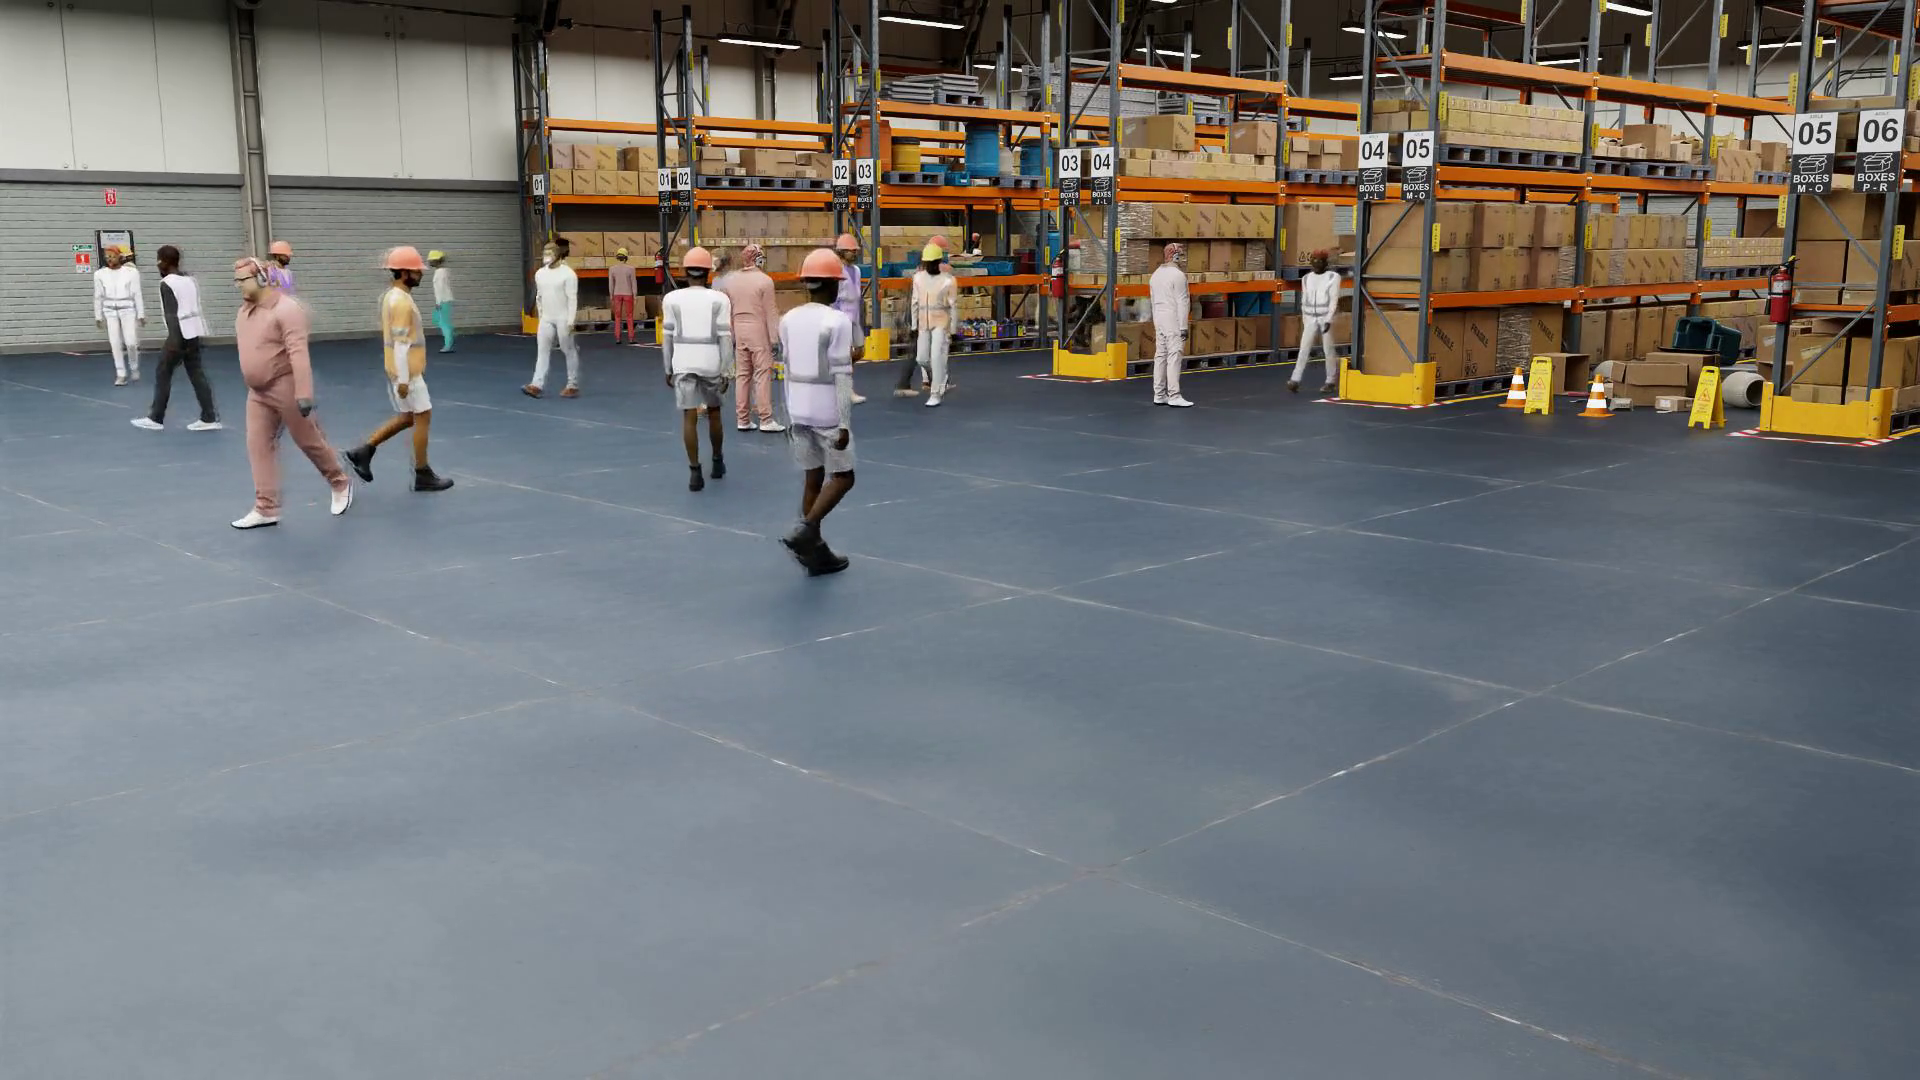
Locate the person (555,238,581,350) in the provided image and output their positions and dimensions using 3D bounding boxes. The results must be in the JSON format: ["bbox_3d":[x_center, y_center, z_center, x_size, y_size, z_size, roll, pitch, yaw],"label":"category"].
[{"bbox_3d":[-6.862,-4.303,29.128,0.657,1.947,0.634,0,10,1],"label":"person"}]

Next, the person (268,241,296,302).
[{"bbox_3d":[-9.097,-3.048,22.370,0.418,1.919,0.580,2,11,8],"label":"person"}]

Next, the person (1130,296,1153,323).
[{"bbox_3d":[3.359,-4.272,29.336,0.683,1.814,0.661,-7,12,-34],"label":"person"}]

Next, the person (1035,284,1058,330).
[{"bbox_3d":[1.894,-5.318,35.647,0.504,1.594,0.830,9,14,41],"label":"person"}]

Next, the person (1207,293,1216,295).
[{"bbox_3d":[5.827,-5.872,38.085,0.852,1.816,0.575,-9,14,-40],"label":"person"}]

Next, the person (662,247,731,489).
[{"bbox_3d":[-2.115,-1.400,13.451,0.552,1.898,0.916,-1,10,-7],"label":"person"}]

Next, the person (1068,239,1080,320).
[{"bbox_3d":[2.349,-5.082,33.461,0.551,1.921,0.551,-9,14,-41],"label":"person"}]

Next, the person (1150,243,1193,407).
[{"bbox_3d":[2.504,-2.529,19.587,0.410,1.908,0.643,-5,12,-27],"label":"person"}]

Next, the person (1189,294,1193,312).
[{"bbox_3d":[3.601,-3.912,27.228,0.311,1.869,0.532,-9,14,-41],"label":"person"}]

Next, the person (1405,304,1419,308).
[{"bbox_3d":[6.824,-3.370,24.721,0.885,1.695,0.507,-10,14,-43],"label":"person"}]

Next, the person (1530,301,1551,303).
[{"bbox_3d":[10.805,-4.445,30.839,0.635,1.615,0.518,-10,14,-43],"label":"person"}]

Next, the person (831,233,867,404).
[{"bbox_3d":[-1.387,-2.658,19.983,0.573,2.029,0.610,7,12,32],"label":"person"}]

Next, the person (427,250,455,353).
[{"bbox_3d":[-8.897,-4.082,28.499,0.401,1.751,0.522,-3,11,-18],"label":"person"}]

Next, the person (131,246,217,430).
[{"bbox_3d":[-8.143,-2.068,17.117,0.908,1.878,0.632,0,10,1],"label":"person"}]

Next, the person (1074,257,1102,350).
[{"bbox_3d":[2.263,-4.356,29.365,0.624,1.969,0.491,8,13,37],"label":"person"}]

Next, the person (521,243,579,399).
[{"bbox_3d":[-5.010,-2.667,20.352,0.656,1.896,0.957,4,11,23],"label":"person"}]

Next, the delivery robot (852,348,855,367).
[{"bbox_3d":[-1.851,-2.627,23.667,0.707,0.478,0.477,-1,10,-8],"label":"delivery robot"}]

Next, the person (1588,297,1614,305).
[{"bbox_3d":[10.601,-3.957,27.636,0.519,1.809,0.629,0,10,-2],"label":"person"}]

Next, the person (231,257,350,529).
[{"bbox_3d":[-4.738,-1.058,11.726,0.704,1.861,0.943,6,12,30],"label":"person"}]

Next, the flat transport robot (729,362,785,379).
[{"bbox_3d":[-2.900,-2.409,23.507,1.431,0.197,0.652,1,10,7],"label":"flat transport robot"}]

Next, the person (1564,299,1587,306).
[{"bbox_3d":[10.000,-3.781,26.984,0.317,1.695,0.540,-3,11,-15],"label":"person"}]

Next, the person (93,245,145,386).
[{"bbox_3d":[-11.289,-3.012,22.316,0.605,1.868,0.419,-2,11,-10],"label":"person"}]

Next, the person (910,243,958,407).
[{"bbox_3d":[-0.285,-2.558,19.727,0.592,1.901,0.642,6,12,29],"label":"person"}]

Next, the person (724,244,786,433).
[{"bbox_3d":[-2.088,-2.064,17.045,0.636,1.911,0.405,7,12,33],"label":"person"}]

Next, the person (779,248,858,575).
[{"bbox_3d":[-0.856,-0.735,9.753,0.545,1.925,0.547,8,13,37],"label":"person"}]

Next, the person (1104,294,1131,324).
[{"bbox_3d":[2.815,-4.364,29.637,0.614,1.902,1.002,6,12,28],"label":"person"}]

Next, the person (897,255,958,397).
[{"bbox_3d":[-0.373,-2.676,20.678,0.924,1.794,0.497,-3,11,-14],"label":"person"}]

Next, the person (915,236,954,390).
[{"bbox_3d":[-0.315,-2.943,21.617,0.634,1.991,0.445,7,13,34],"label":"person"}]

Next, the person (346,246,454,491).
[{"bbox_3d":[-4.426,-1.336,13.035,0.702,1.923,0.545,-5,12,-27],"label":"person"}]

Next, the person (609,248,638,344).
[{"bbox_3d":[-6.242,-4.529,30.883,0.533,1.765,0.330,1,10,5],"label":"person"}]

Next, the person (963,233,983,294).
[{"bbox_3d":[0.332,-5.954,37.886,0.614,2.041,0.393,10,15,44],"label":"person"}]

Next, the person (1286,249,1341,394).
[{"bbox_3d":[4.521,-2.762,21.084,0.562,1.823,0.983,8,13,37],"label":"person"}]

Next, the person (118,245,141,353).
[{"bbox_3d":[-14.260,-4.126,28.495,0.404,1.833,0.590,-4,11,-19],"label":"person"}]

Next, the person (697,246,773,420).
[{"bbox_3d":[-2.531,-2.301,18.427,1.045,1.888,0.630,-6,12,-28],"label":"person"}]
